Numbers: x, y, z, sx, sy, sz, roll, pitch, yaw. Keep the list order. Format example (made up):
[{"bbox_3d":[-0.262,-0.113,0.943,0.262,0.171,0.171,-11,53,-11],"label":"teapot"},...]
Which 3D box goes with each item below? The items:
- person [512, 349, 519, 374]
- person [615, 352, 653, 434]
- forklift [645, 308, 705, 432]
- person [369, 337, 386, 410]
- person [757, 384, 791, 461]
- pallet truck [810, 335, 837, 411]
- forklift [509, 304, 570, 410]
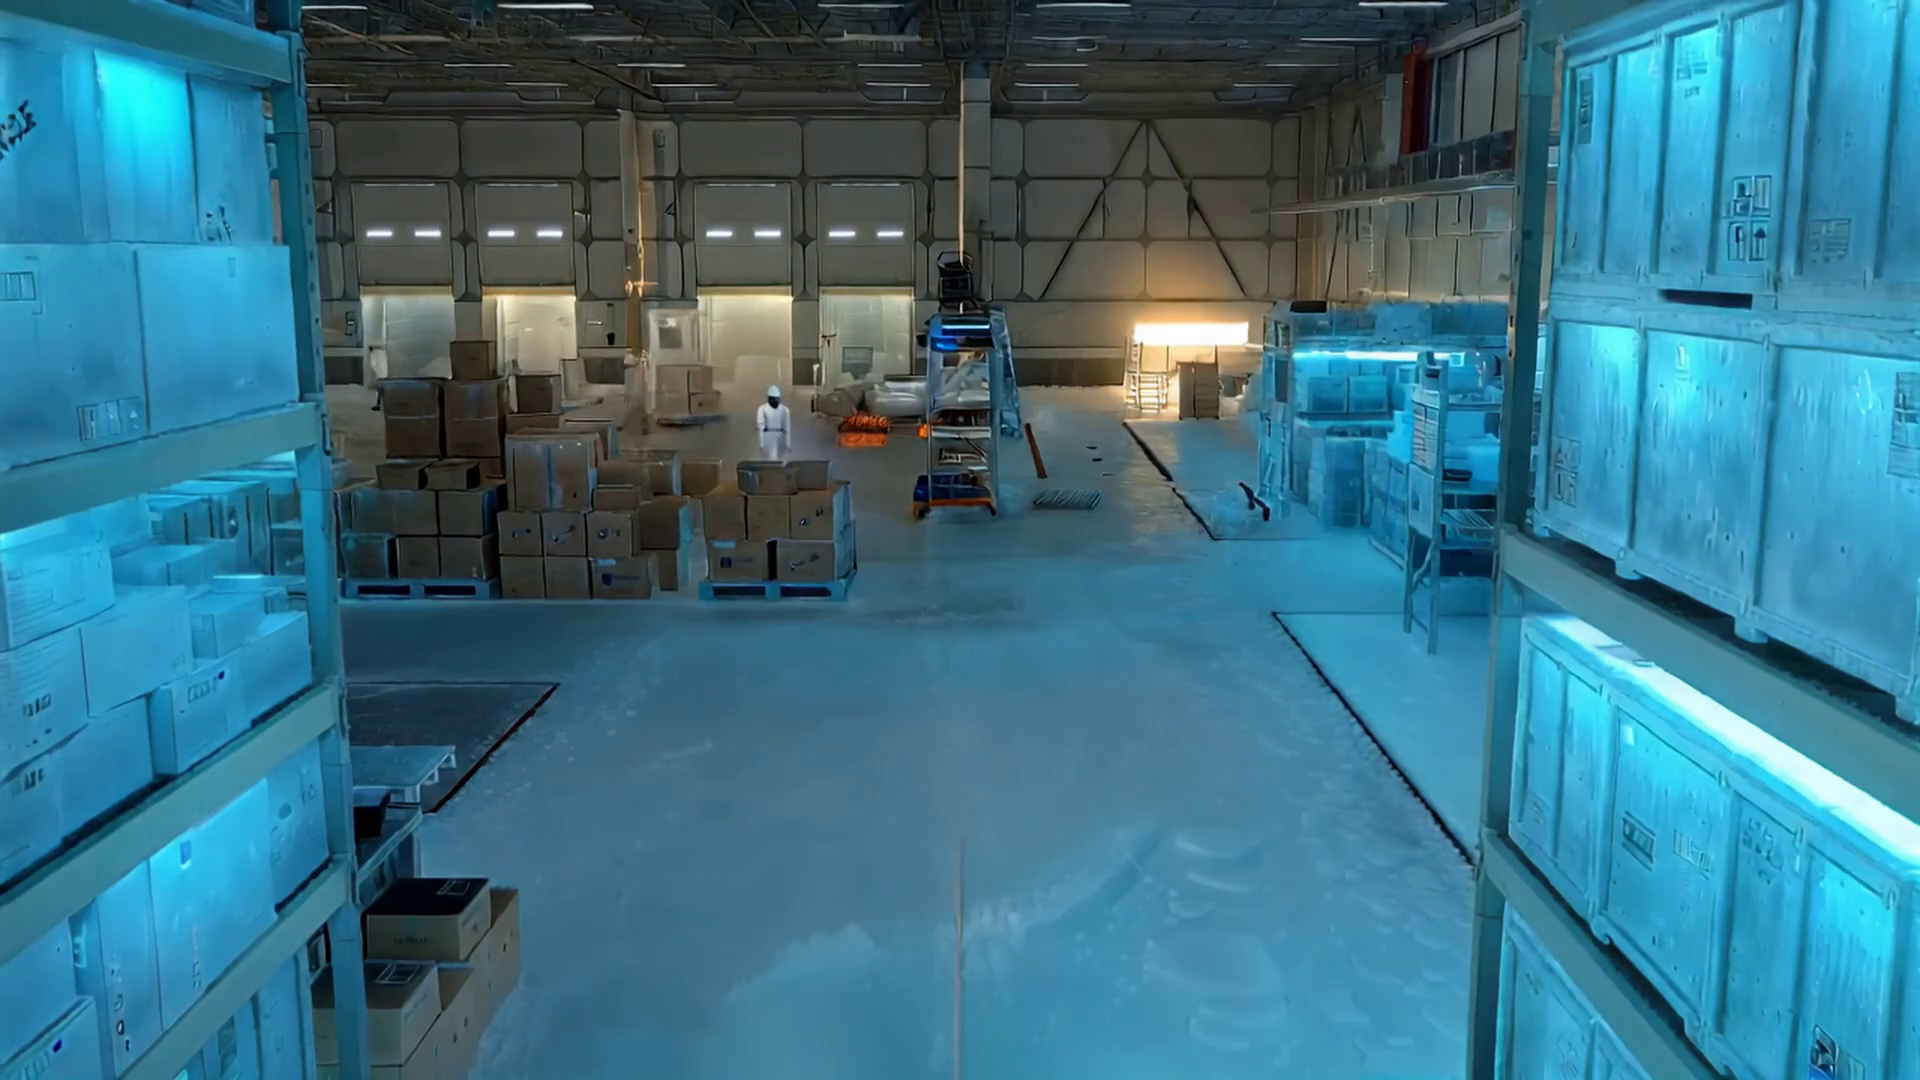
[{"bbox_3d":[-11.260,-4.110,42.816,0.537,1.700,0.317,-8,13,-40],"label":"person"},{"bbox_3d":[-7.477,-3.340,37.870,1.032,1.872,0.641,1,10,6],"label":"person"},{"bbox_3d":[-6.707,-3.996,38.759,1.129,2.768,1.873,-3,10,-19],"label":"forklift"},{"bbox_3d":[-15.141,-4.334,43.480,0.611,1.917,0.554,2,10,12],"label":"person"},{"bbox_3d":[-3.128,-1.664,28.059,0.541,1.923,0.412,-3,10,-19],"label":"person"},{"bbox_3d":[-3.021,-4.312,43.126,1.885,1.965,0.823,3,10,17],"label":"pallet truck"},{"bbox_3d":[-10.726,-4.588,42.170,1.129,2.768,1.873,0,10,1],"label":"forklift"}]
